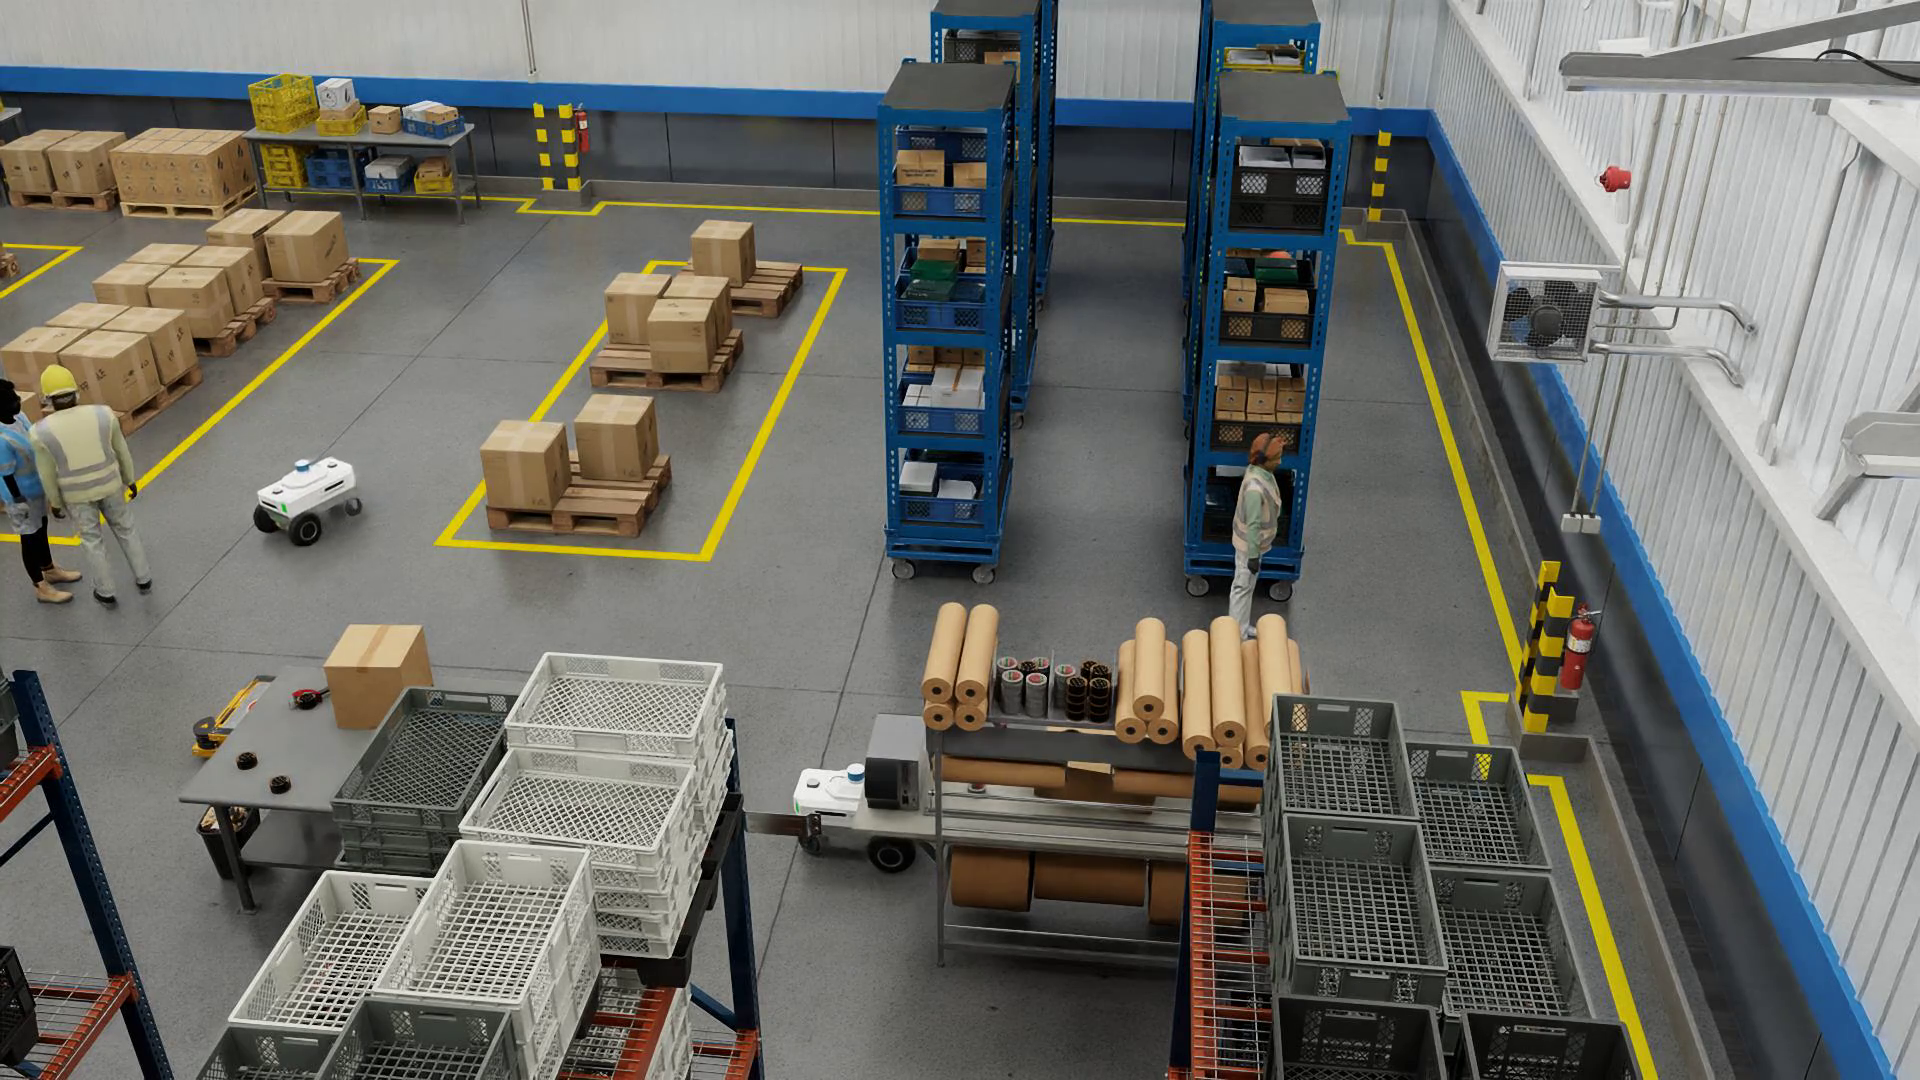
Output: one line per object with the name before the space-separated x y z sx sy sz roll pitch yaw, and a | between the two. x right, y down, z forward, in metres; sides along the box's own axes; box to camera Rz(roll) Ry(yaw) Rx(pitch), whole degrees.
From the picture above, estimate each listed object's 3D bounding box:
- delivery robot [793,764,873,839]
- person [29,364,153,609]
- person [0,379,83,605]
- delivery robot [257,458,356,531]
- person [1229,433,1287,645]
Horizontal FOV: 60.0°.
delivery robot | -0.599 1.520 9.665 0.707 0.478 0.477 4 31 7
person | -6.151 -0.383 11.765 0.600 1.827 0.404 -24 38 -35
person | -6.652 -0.361 11.856 0.322 1.697 0.535 -5 31 -8
delivery robot | -5.076 -0.390 12.946 0.477 0.478 0.707 18 35 28
person | 1.987 0.026 11.250 0.310 1.639 0.514 6 31 11
